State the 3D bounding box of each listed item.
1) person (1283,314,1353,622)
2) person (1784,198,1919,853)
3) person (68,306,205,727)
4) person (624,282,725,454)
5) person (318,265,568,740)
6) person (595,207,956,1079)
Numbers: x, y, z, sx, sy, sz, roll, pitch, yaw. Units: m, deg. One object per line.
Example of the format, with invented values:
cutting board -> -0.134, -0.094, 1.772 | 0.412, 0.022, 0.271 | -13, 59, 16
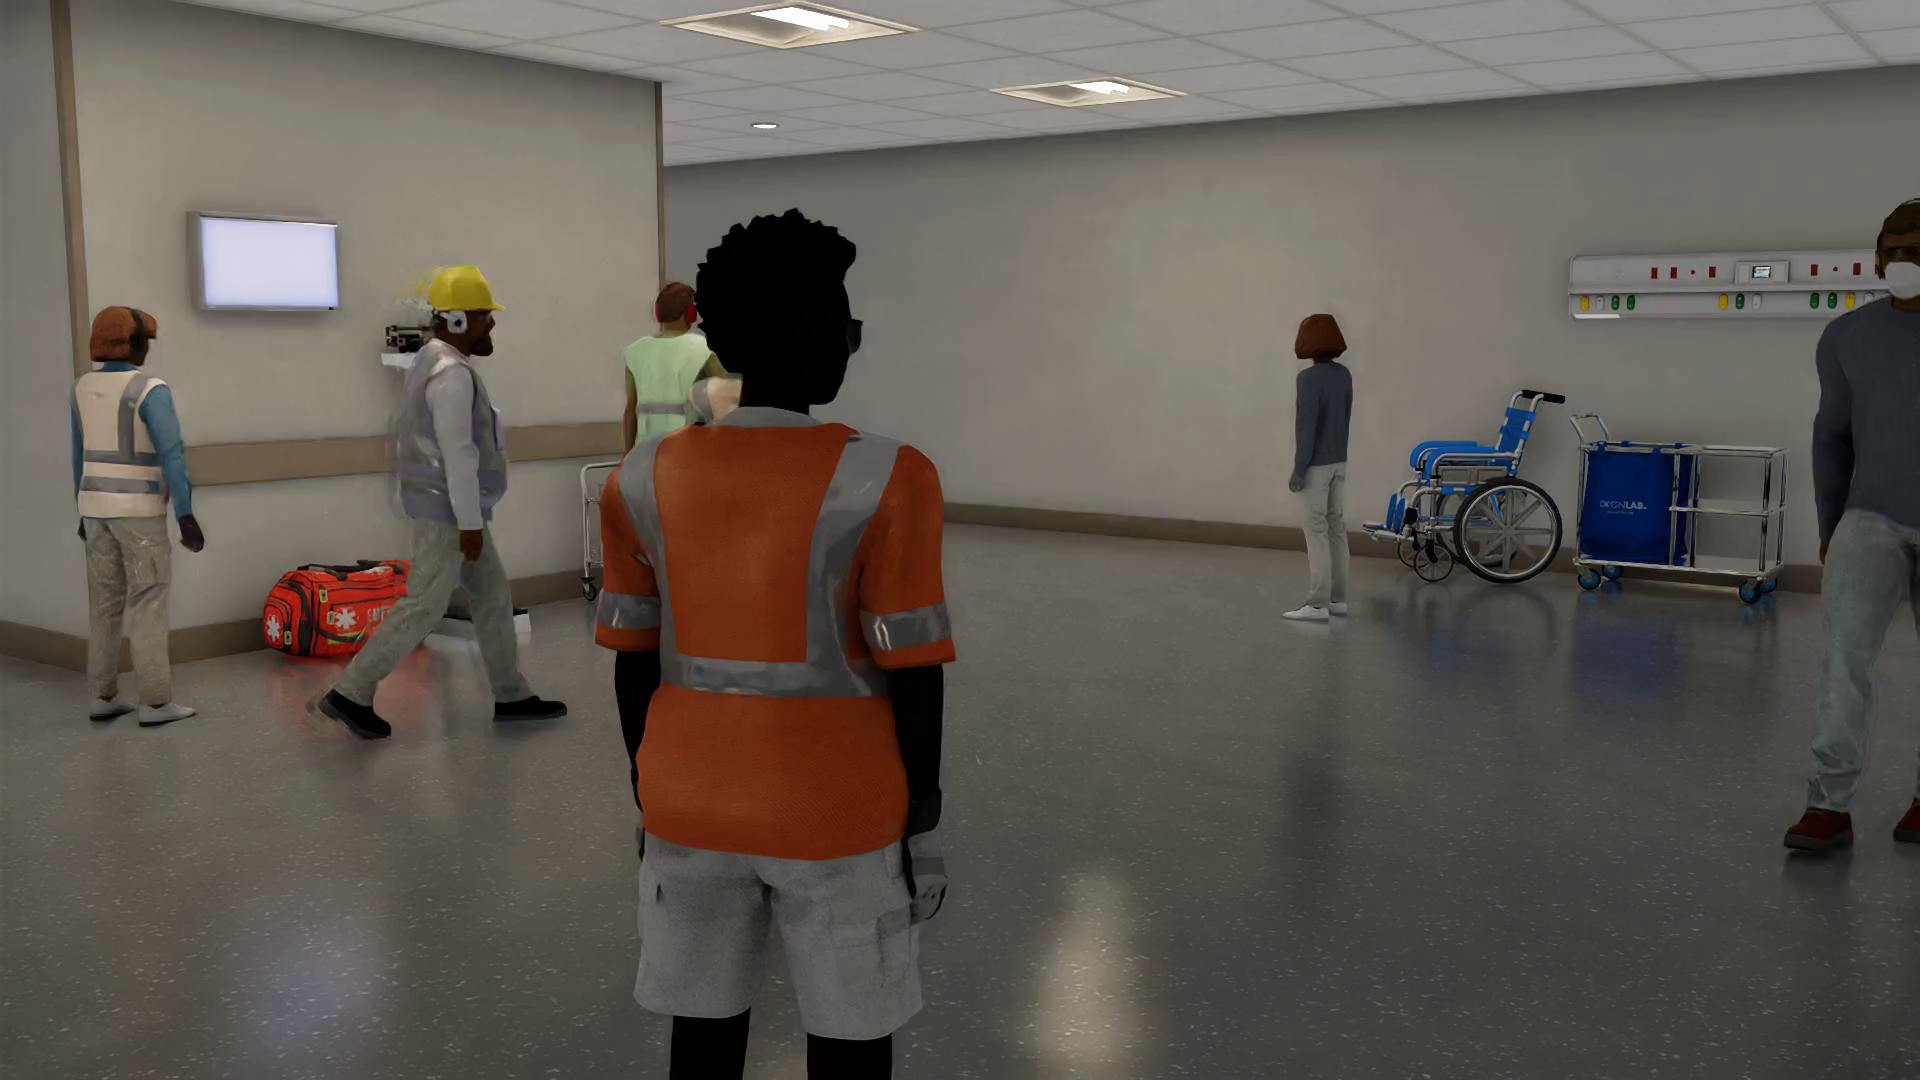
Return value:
person -> 1.912, -0.381, 8.842 | 0.264, 1.632, 0.507 | 6, 9, 40
person -> 2.734, -0.019, 4.813 | 0.872, 1.902, 0.650 | -7, 10, -43
person -> -3.244, -0.090, 6.492 | 0.545, 1.634, 0.316 | 3, 8, 24
person -> -1.478, -0.478, 8.976 | 0.577, 1.795, 0.974 | 3, 8, 22
person -> -1.998, -0.142, 6.302 | 0.893, 1.798, 0.605 | -3, 8, -21
person -> -0.254, 0.398, 2.346 | 0.536, 1.690, 0.322 | 3, 8, 21
